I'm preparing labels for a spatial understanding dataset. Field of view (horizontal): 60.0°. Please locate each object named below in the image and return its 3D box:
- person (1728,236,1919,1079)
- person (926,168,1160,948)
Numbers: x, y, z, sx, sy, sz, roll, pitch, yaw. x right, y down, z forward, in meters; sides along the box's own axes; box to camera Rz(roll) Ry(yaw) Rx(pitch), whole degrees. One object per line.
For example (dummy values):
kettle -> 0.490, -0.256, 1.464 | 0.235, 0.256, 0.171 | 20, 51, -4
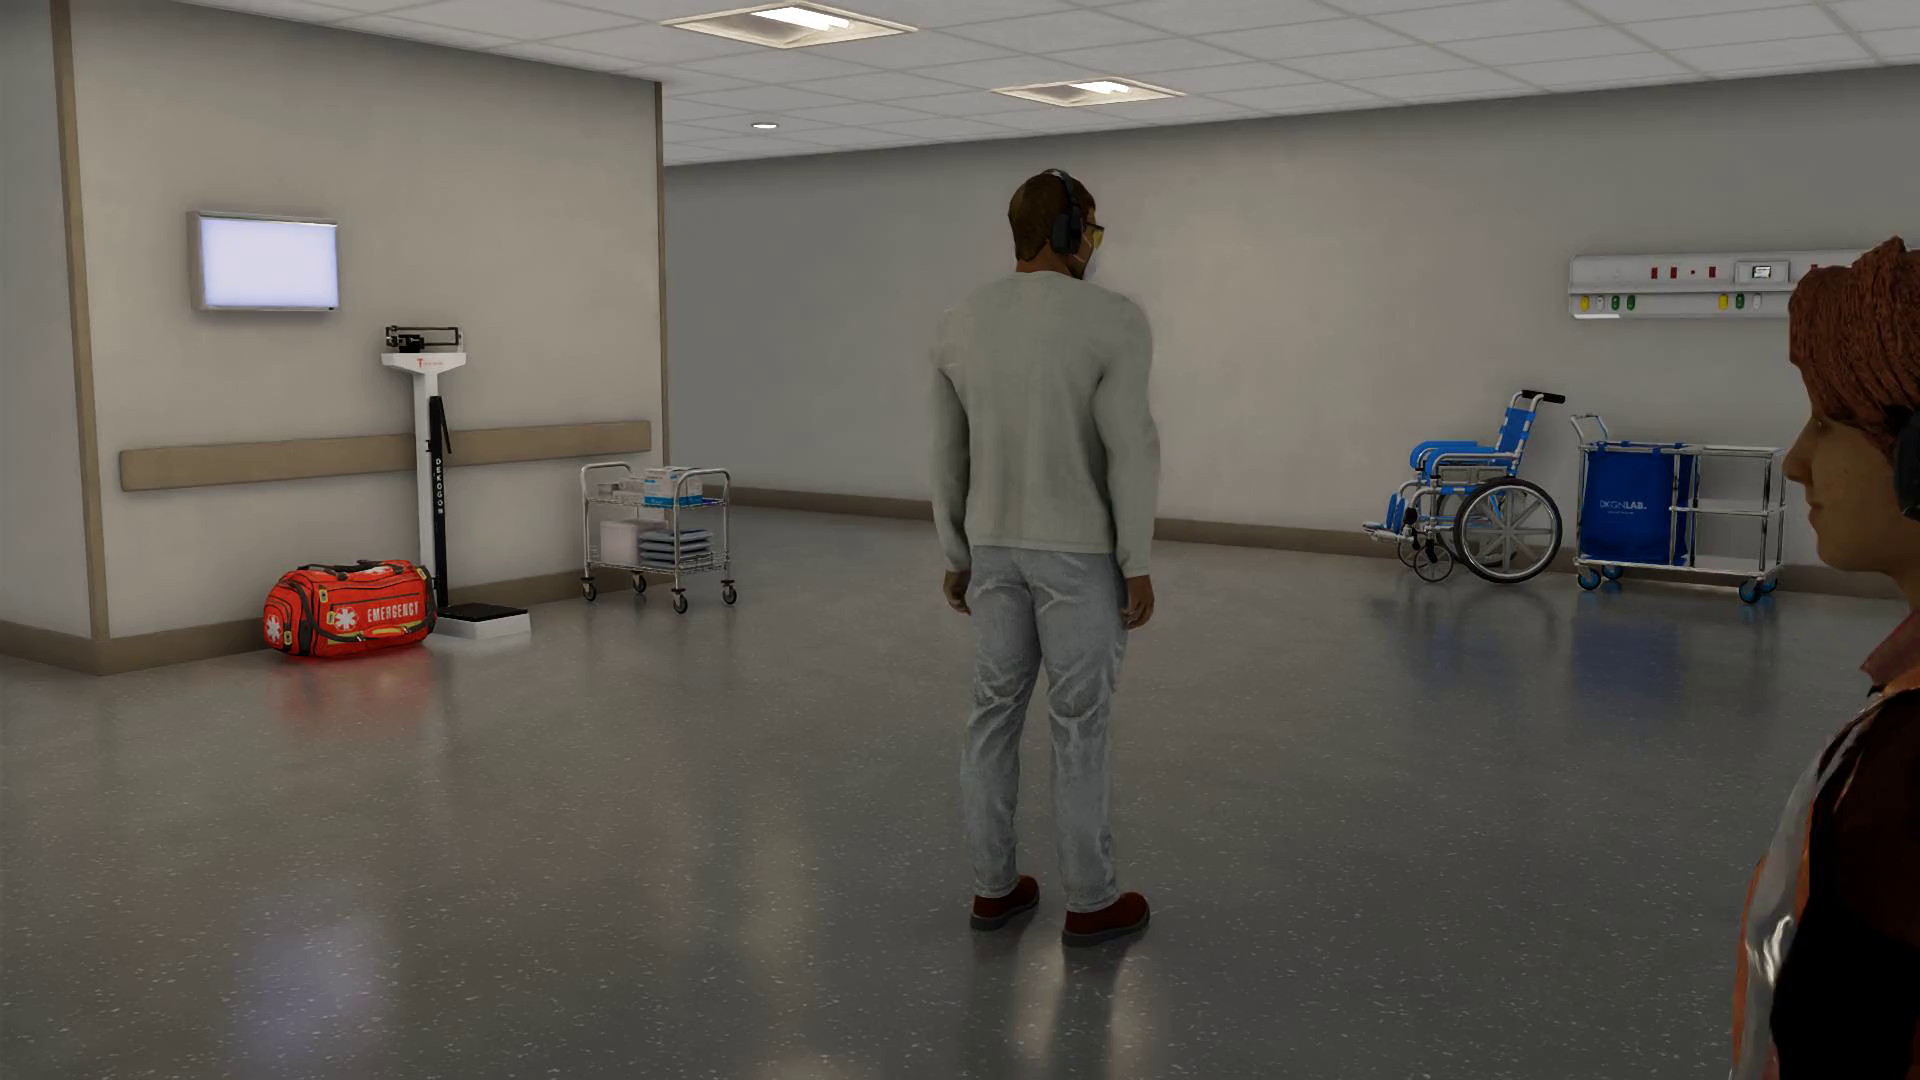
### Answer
person -> 0.665, 0.592, 1.161 | 0.857, 1.589, 0.534 | 6, 9, 39
person -> 0.210, 0.047, 4.198 | 0.628, 1.936, 0.377 | 5, 8, 33
